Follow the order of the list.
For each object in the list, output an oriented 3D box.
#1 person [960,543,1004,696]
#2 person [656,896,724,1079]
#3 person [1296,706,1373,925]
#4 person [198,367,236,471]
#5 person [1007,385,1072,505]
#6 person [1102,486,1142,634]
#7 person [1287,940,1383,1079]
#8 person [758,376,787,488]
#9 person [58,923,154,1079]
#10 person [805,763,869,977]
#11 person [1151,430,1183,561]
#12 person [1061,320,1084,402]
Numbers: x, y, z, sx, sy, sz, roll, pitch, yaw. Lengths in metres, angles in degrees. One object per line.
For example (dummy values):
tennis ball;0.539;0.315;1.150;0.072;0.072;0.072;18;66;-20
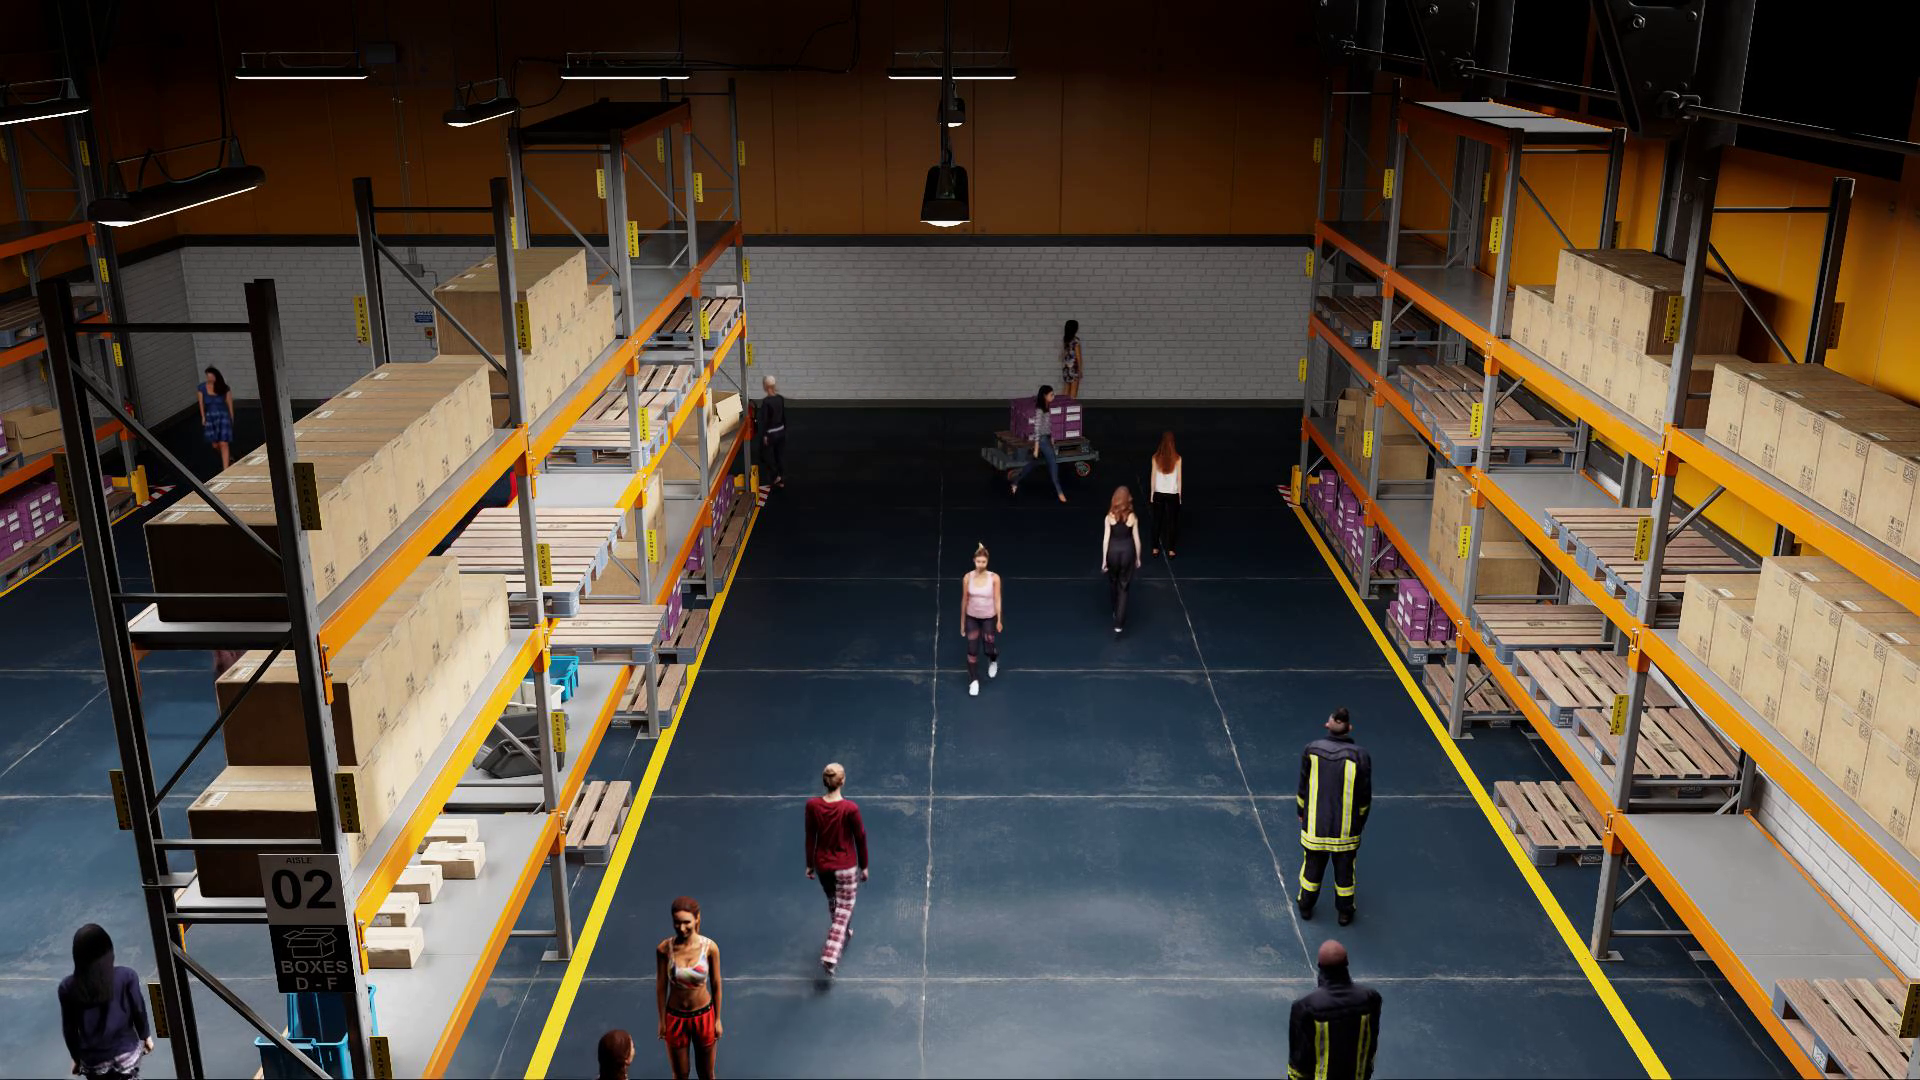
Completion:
person;0.239;0.810;17.741;0.679;1.640;0.869;4;19;12
person;-1.736;3.095;10.717;0.584;1.792;0.583;-2;19;-5
person;2.979;2.185;13.316;0.829;1.859;0.805;6;20;17
person;-11.186;-1.749;25.137;0.751;1.770;1.075;-3;19;-10
person;1.088;-1.345;23.990;0.867;1.736;1.181;5;19;15
person;1.859;0.260;19.271;0.693;1.704;1.184;2;19;6
person;2.299;3.282;10.133;0.817;1.810;1.025;-3;19;-8
person;-2.723;-1.587;24.744;0.831;1.713;0.767;17;25;41
person;-5.337;3.232;10.416;0.714;1.725;0.734;-7;20;-19
person;-0.963;2.504;12.655;0.787;1.675;1.075;5;19;14
person;2.707;-0.590;21.772;0.622;1.720;0.609;7;20;19
person;1.917;-2.946;28.748;0.732;1.733;0.634;-13;23;-34
